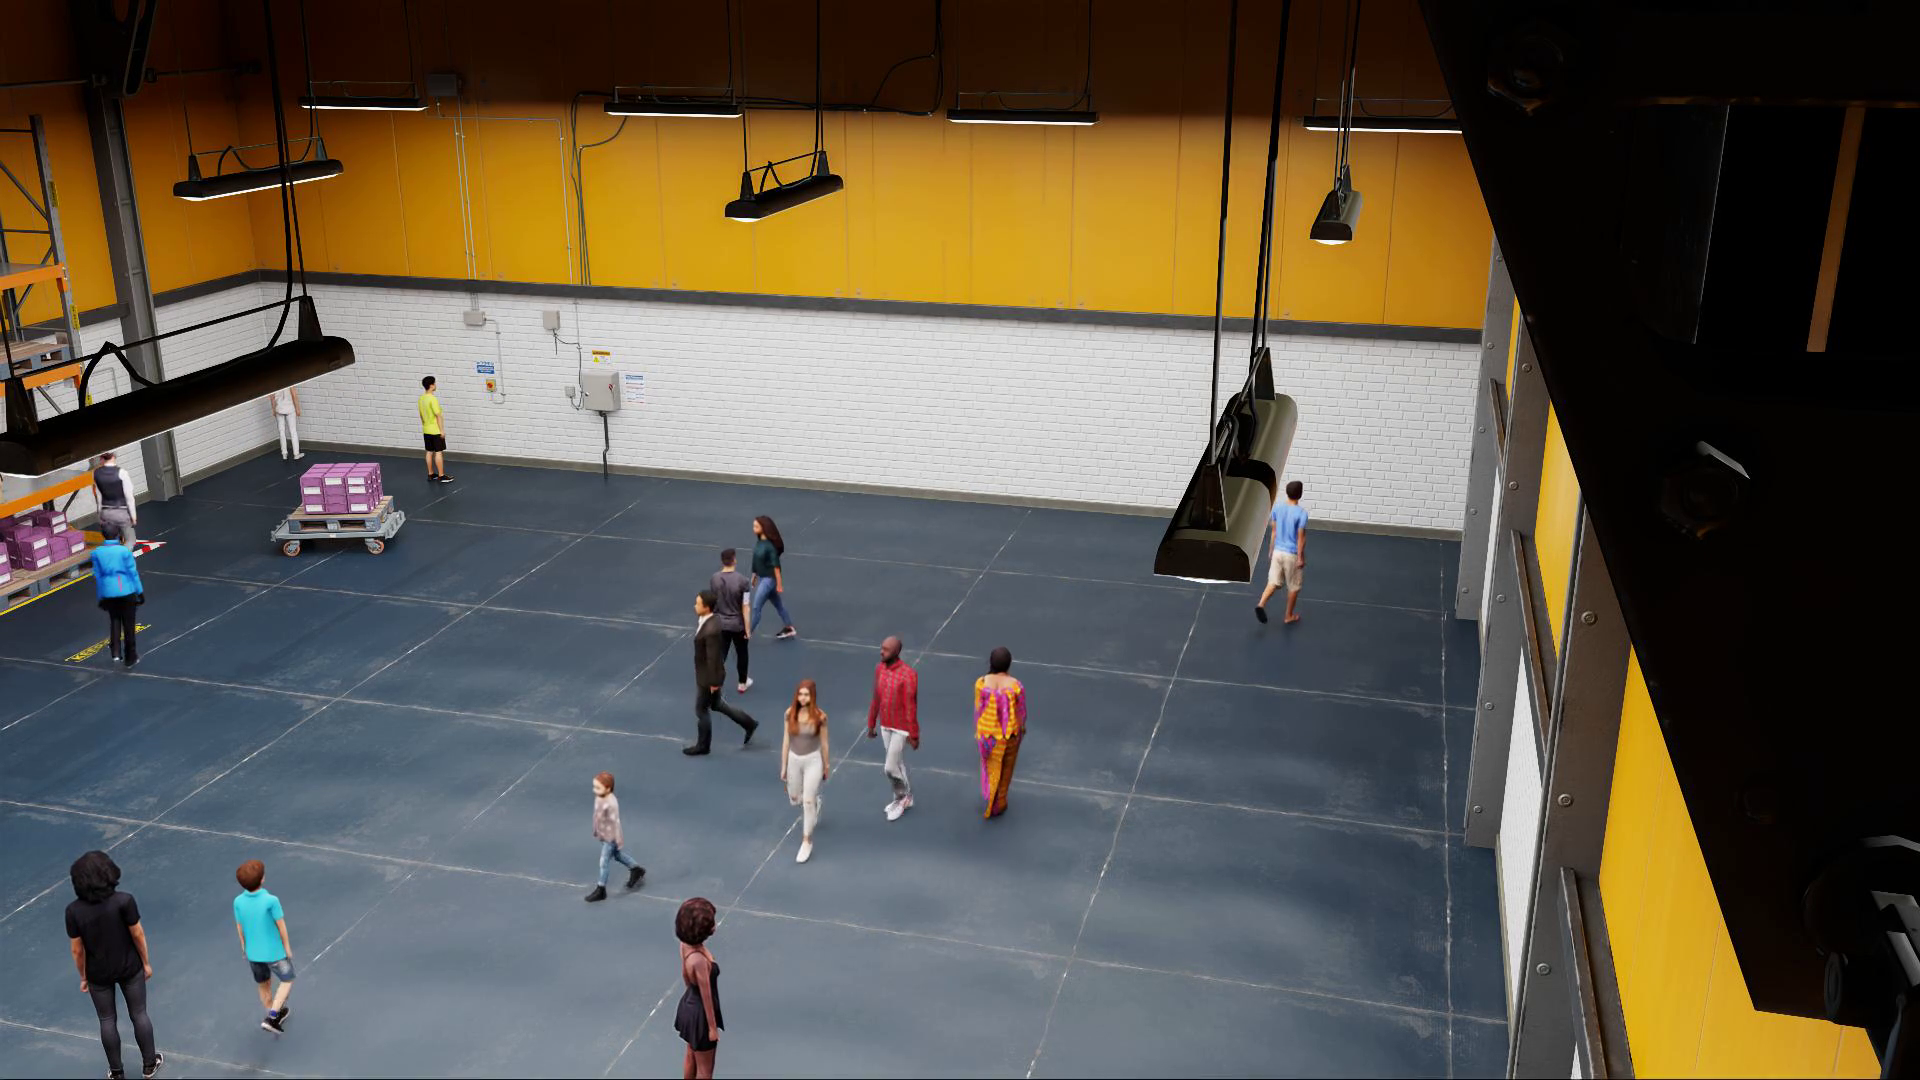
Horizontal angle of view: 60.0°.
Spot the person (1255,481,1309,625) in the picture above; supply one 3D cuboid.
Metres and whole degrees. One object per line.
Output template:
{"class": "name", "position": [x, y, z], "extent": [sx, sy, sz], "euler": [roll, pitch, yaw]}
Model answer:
{"class": "person", "position": [3.970, 0.197, 20.392], "extent": [0.919, 1.841, 1.104], "euler": [17, 25, 40]}

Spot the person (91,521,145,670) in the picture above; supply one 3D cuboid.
{"class": "person", "position": [-9.694, 0.659, 19.109], "extent": [0.717, 1.785, 0.747], "euler": [-2, 19, -7]}

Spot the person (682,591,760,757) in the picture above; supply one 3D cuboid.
{"class": "person", "position": [-2.468, 1.360, 17.037], "extent": [0.976, 1.779, 1.075], "euler": [-2, 19, -7]}

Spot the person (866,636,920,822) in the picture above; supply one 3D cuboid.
{"class": "person", "position": [-0.540, 1.742, 15.858], "extent": [0.886, 1.808, 0.853], "euler": [-16, 24, -39]}

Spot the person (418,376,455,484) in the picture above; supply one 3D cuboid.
{"class": "person", "position": [-8.376, -1.766, 26.429], "extent": [0.689, 1.708, 0.654], "euler": [13, 22, 33]}

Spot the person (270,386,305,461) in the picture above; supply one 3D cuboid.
{"class": "person", "position": [-11.247, -2.172, 27.693], "extent": [0.654, 1.671, 0.640], "euler": [-1, 19, -4]}

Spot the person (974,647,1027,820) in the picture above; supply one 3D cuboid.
{"class": "person", "position": [0.353, 1.835, 15.826], "extent": [0.699, 1.651, 0.853], "euler": [7, 20, 20]}

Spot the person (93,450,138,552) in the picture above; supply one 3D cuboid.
{"class": "person", "position": [-11.062, -0.294, 21.732], "extent": [0.777, 1.916, 1.010], "euler": [1, 19, 3]}

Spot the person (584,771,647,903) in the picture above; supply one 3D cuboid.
{"class": "person", "position": [-3.001, 2.542, 14.461], "extent": [0.893, 1.182, 0.790], "euler": [-13, 23, -34]}

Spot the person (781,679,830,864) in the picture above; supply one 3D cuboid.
{"class": "person", "position": [-1.386, 2.034, 15.142], "extent": [0.579, 1.711, 0.889], "euler": [4, 19, 13]}

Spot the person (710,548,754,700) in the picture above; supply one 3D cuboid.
{"class": "person", "position": [-2.556, 0.974, 18.250], "extent": [0.676, 1.735, 1.108], "euler": [4, 19, 11]}

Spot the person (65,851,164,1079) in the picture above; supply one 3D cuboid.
{"class": "person", "position": [-6.070, 3.056, 11.912], "extent": [0.710, 1.836, 0.739], "euler": [-8, 20, -21]}

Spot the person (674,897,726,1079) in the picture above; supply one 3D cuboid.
{"class": "person", "position": [-1.781, 3.264, 11.367], "extent": [0.719, 1.788, 0.652], "euler": [-9, 21, -25]}

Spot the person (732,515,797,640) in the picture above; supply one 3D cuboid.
{"class": "person", "position": [-2.230, 0.480, 19.966], "extent": [1.105, 1.576, 1.063], "euler": [-10, 21, -27]}

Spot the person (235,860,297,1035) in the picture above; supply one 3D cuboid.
{"class": "person", "position": [-5.229, 3.079, 12.455], "extent": [0.586, 1.444, 0.734], "euler": [2, 19, 6]}
